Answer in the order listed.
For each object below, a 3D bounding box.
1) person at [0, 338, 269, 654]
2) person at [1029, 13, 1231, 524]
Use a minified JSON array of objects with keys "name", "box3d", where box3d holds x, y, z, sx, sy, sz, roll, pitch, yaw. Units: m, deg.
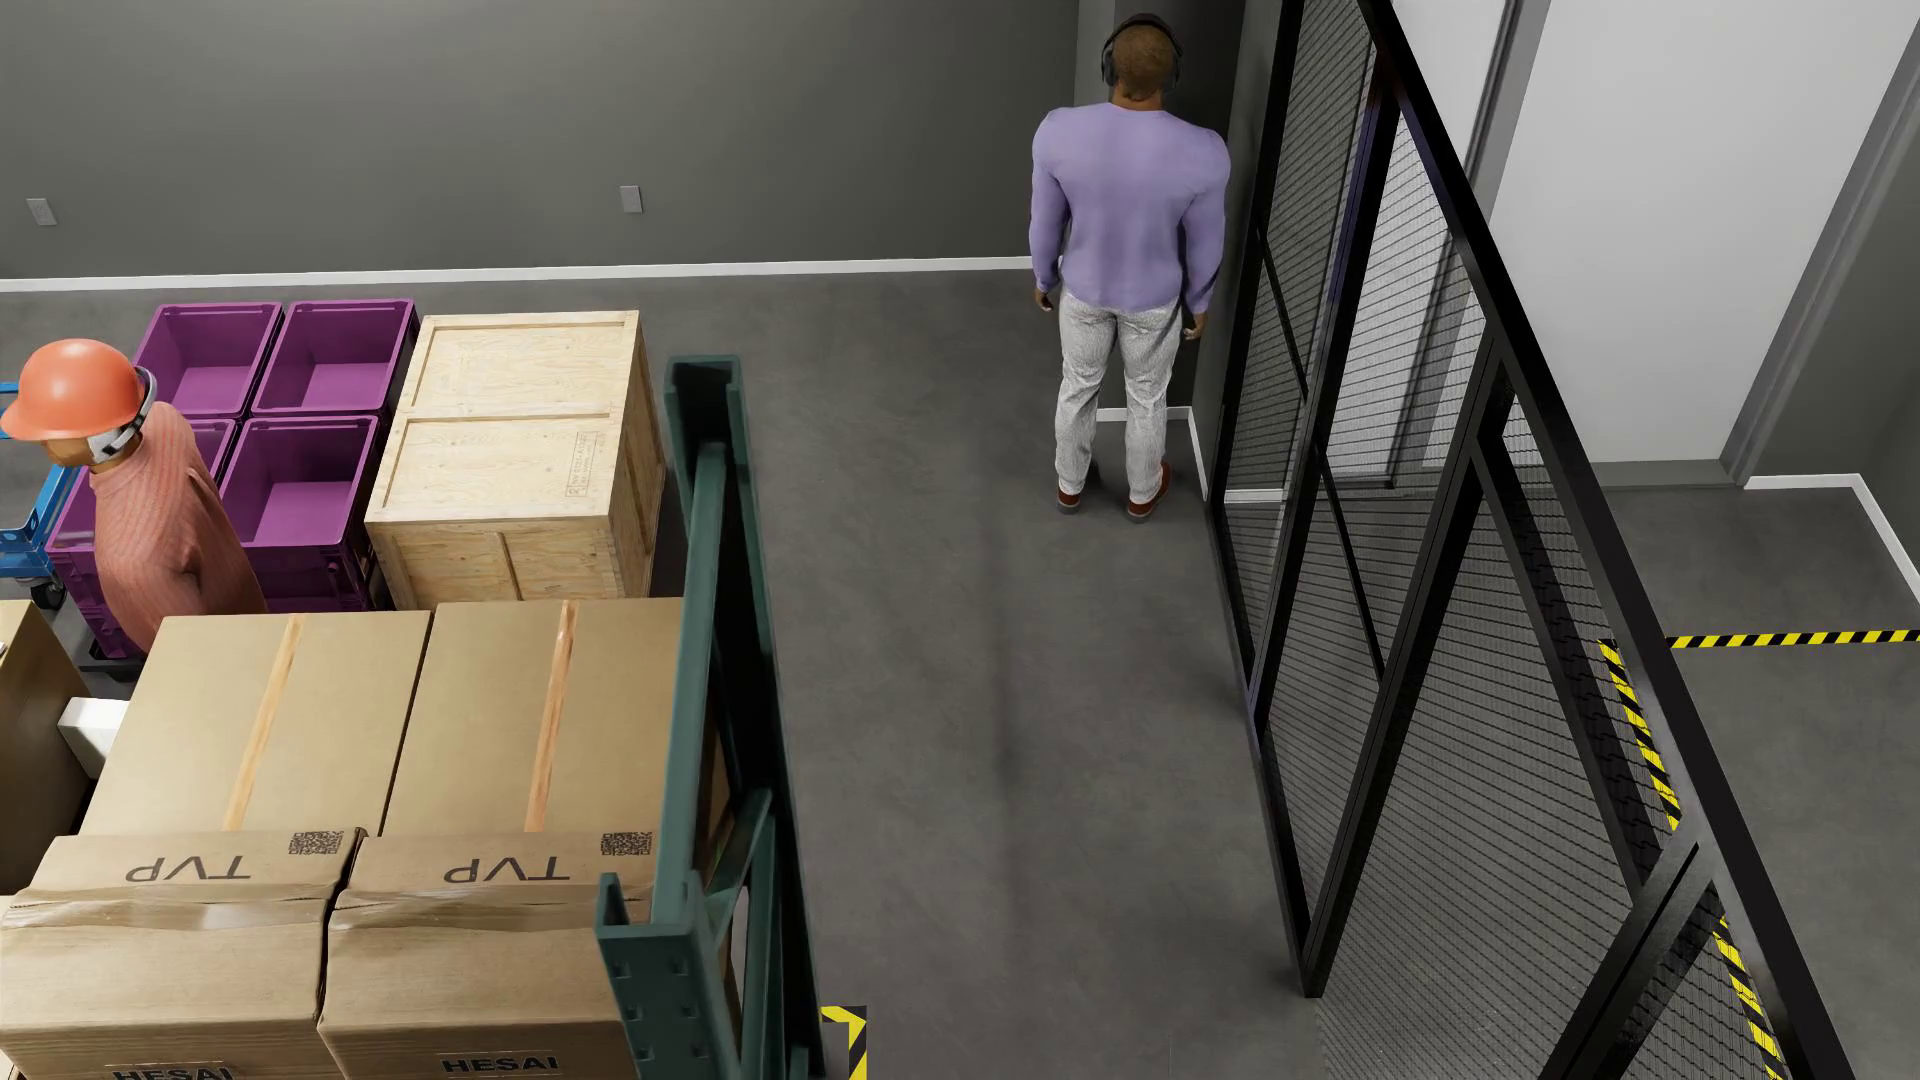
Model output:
[{"name":"person","box3d":[-2.037,0.251,4.477,0.376,1.997,0.612,-12,48,-12]},{"name":"person","box3d":[0.540,-0.844,5.563,0.632,1.937,0.359,11,47,10]}]
